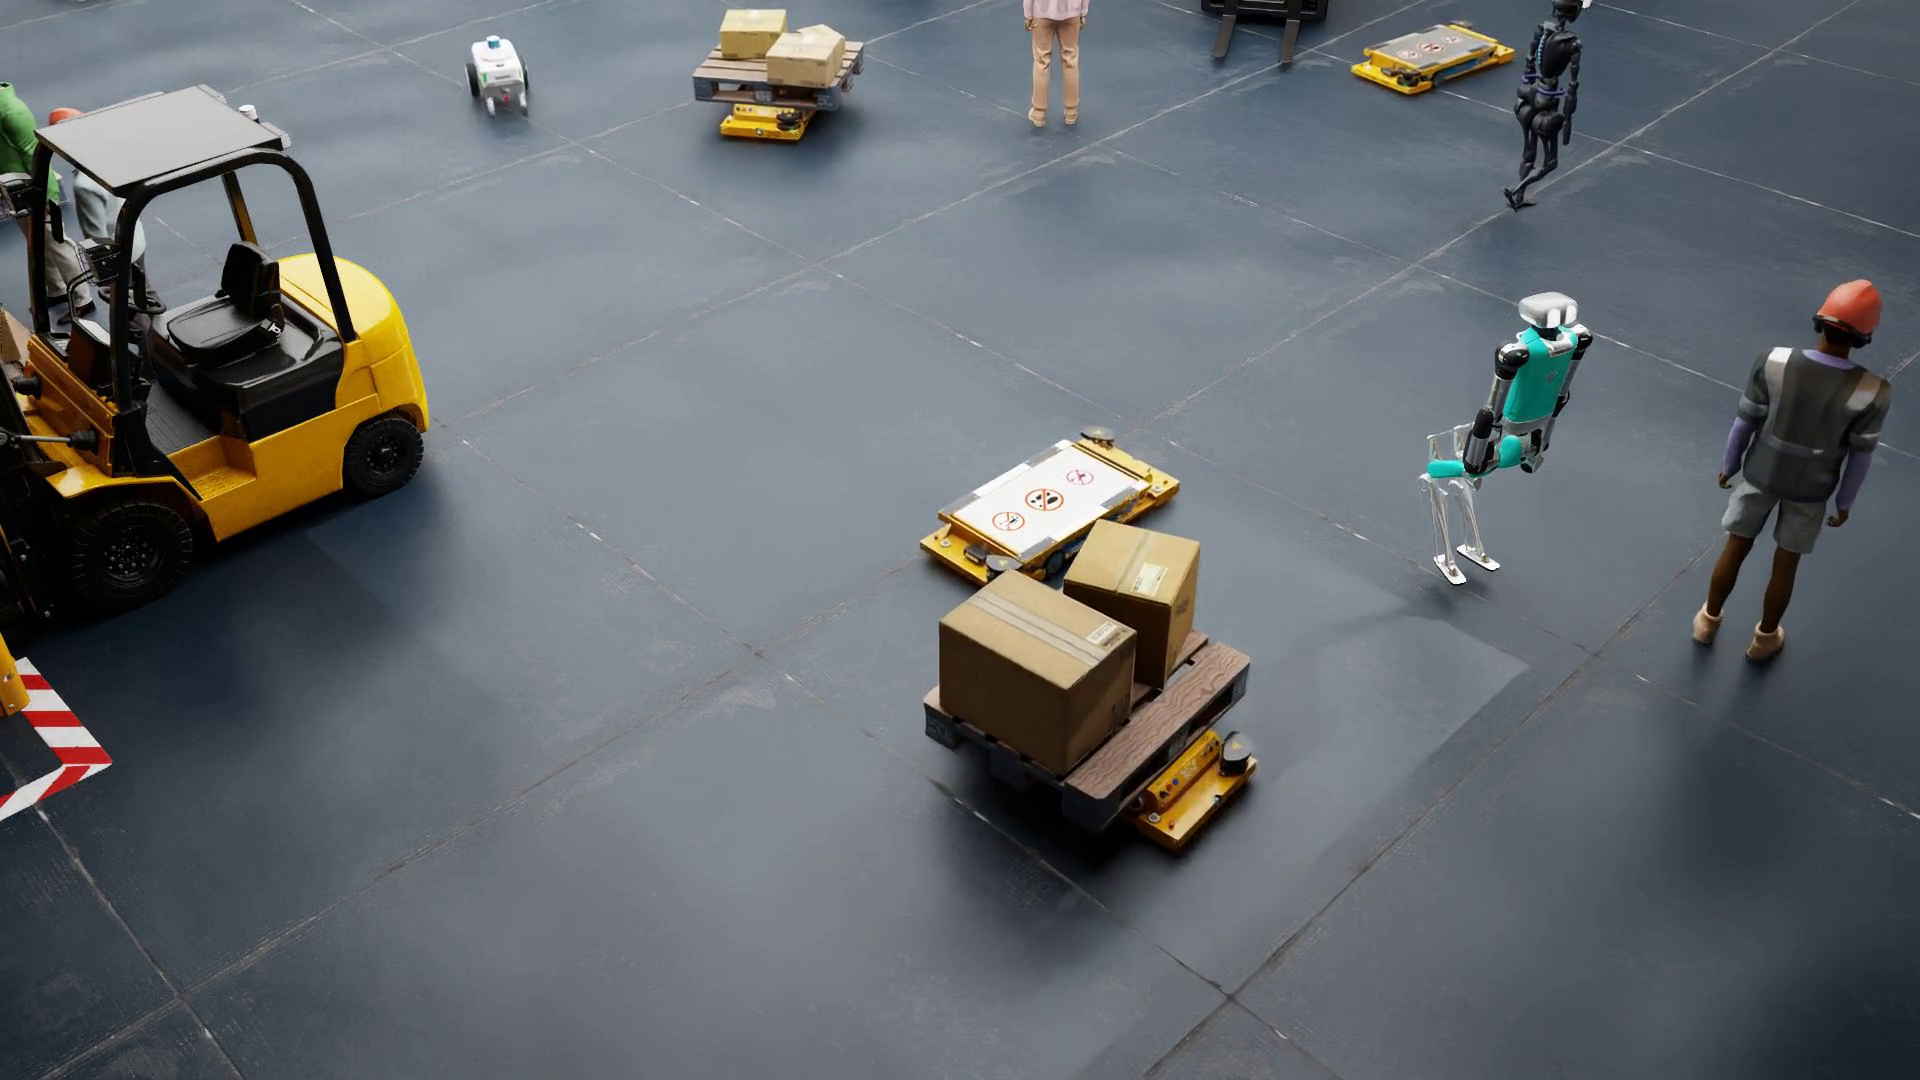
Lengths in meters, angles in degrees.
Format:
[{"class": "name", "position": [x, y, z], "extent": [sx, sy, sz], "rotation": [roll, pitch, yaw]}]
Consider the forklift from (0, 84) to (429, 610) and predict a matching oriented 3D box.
[{"class": "forklift", "position": [-4.145, -1.093, 8.856], "extent": [2.313, 2.155, 1.214], "rotation": [-31, 47, -34]}]

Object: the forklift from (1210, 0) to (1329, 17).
[{"class": "forklift", "position": [3.106, -6.400, 15.960], "extent": [1.214, 2.155, 2.313], "rotation": [8, 37, 10]}]

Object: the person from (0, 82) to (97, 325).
[{"class": "person", "position": [-6.053, -2.266, 10.765], "extent": [0.547, 1.784, 0.384], "rotation": [24, 43, 28]}]

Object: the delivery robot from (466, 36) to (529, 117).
[{"class": "delivery robot", "position": [-3.900, -3.960, 14.048], "extent": [0.499, 0.581, 0.754], "rotation": [-12, 39, -16]}]

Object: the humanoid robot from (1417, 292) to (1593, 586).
[{"class": "humanoid robot", "position": [2.660, -0.574, 8.430], "extent": [0.533, 1.673, 0.735], "rotation": [-17, 40, -21]}]

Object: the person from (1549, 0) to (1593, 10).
[{"class": "person", "position": [5.987, -5.876, 15.715], "extent": [0.514, 1.639, 0.309], "rotation": [30, 46, 34]}]

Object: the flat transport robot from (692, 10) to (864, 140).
[{"class": "flat transport robot", "position": [-1.499, -3.746, 14.012], "extent": [0.659, 0.231, 1.431], "rotation": [7, 37, 9]}]

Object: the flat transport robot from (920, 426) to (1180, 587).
[{"class": "flat transport robot", "position": [0.516, -0.171, 9.226], "extent": [1.431, 0.231, 0.659], "rotation": [-31, 46, -34]}]

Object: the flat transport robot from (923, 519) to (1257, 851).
[{"class": "flat transport robot", "position": [0.606, 0.887, 7.809], "extent": [1.431, 0.231, 0.659], "rotation": [27, 44, 31]}]

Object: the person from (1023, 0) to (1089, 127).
[{"class": "person", "position": [0.771, -4.205, 13.360], "extent": [0.536, 1.781, 0.401], "rotation": [-5, 37, -6]}]

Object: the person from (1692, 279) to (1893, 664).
[{"class": "person", "position": [3.958, -0.310, 7.932], "extent": [0.613, 2.040, 0.387], "rotation": [22, 42, 27]}]

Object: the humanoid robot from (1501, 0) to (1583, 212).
[{"class": "humanoid robot", "position": [4.185, -3.158, 12.053], "extent": [0.448, 1.647, 0.588], "rotation": [-14, 39, -17]}]

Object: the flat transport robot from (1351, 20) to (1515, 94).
[{"class": "flat transport robot", "position": [4.197, -4.272, 14.715], "extent": [1.431, 0.231, 0.659], "rotation": [-25, 43, -29]}]

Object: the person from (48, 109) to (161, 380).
[{"class": "person", "position": [-5.186, -1.800, 10.175], "extent": [0.352, 1.742, 0.572], "rotation": [-4, 37, -5]}]
